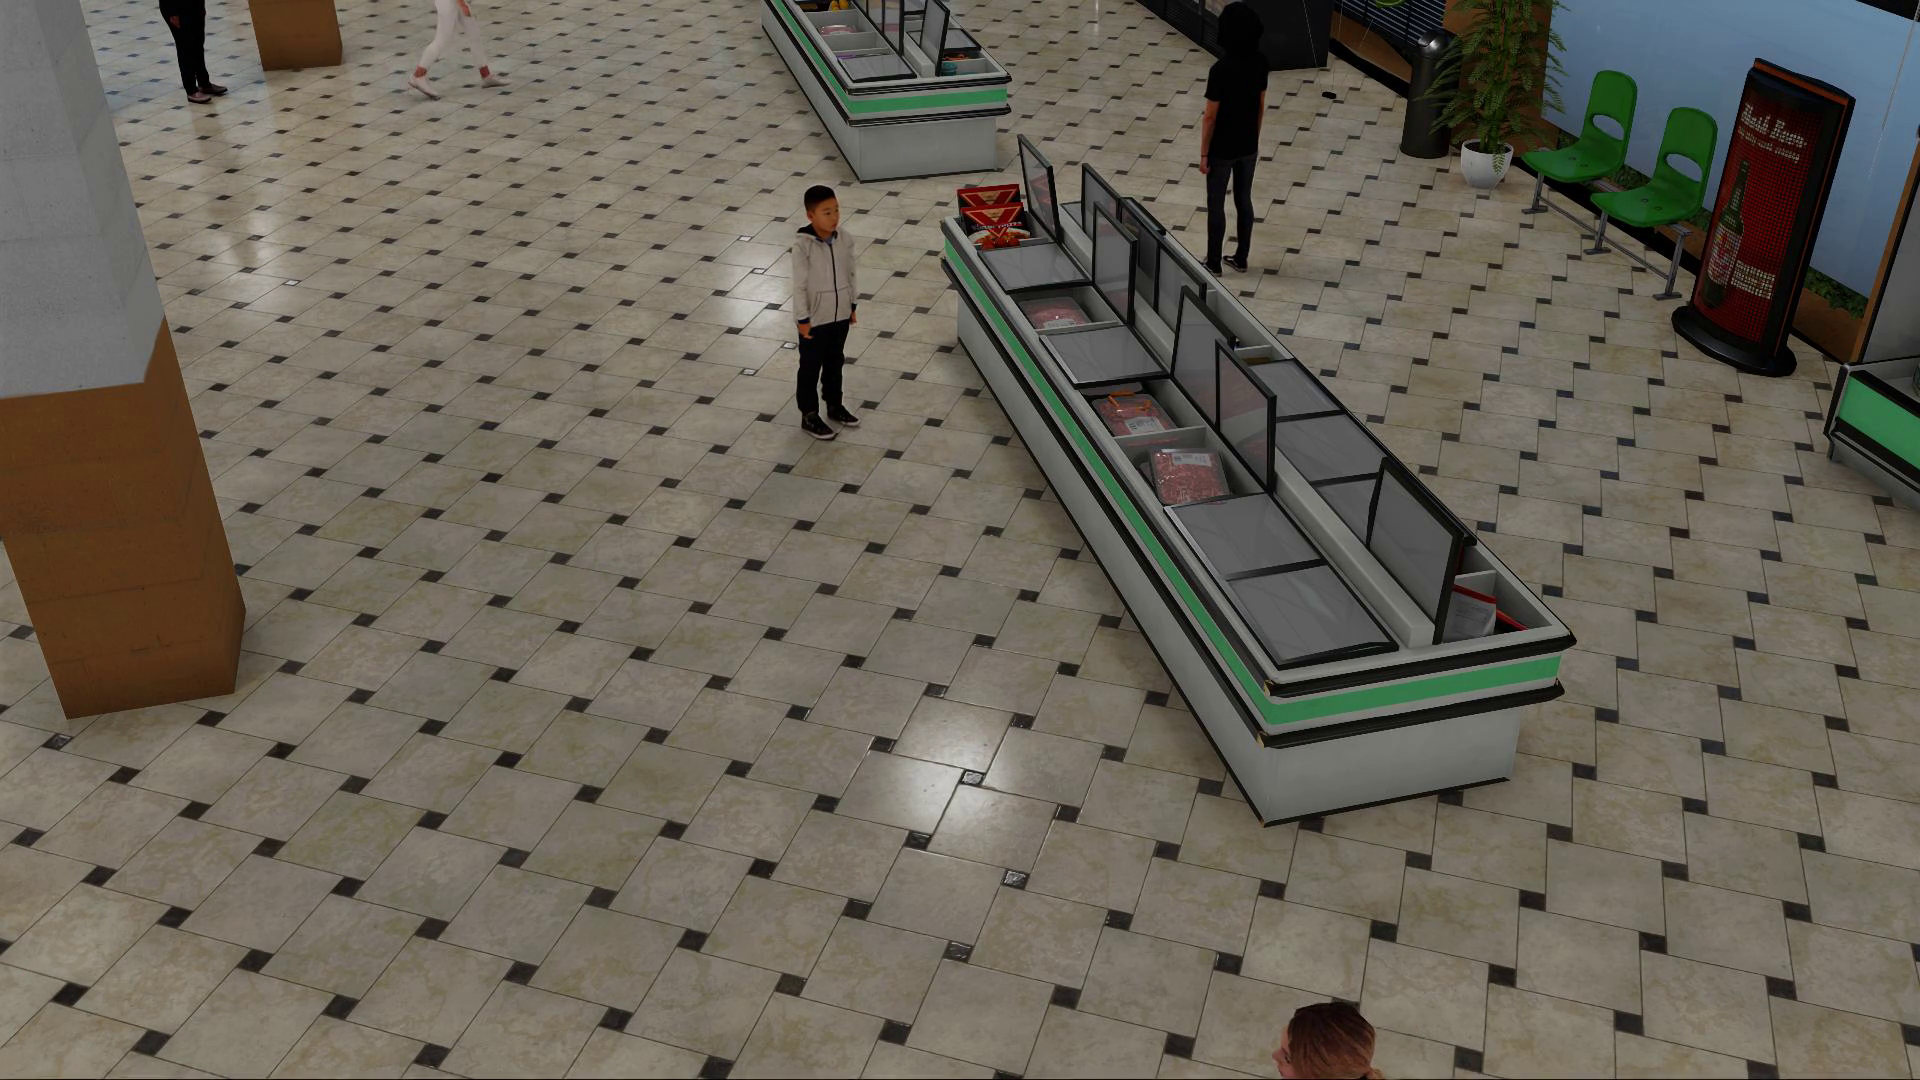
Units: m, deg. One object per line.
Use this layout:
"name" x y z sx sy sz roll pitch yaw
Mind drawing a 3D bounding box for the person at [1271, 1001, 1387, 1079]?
"person" 0.938 1.797 4.067 0.963 1.707 1.164 4 32 6

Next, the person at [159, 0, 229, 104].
"person" -6.804 -4.673 14.550 0.802 1.617 0.692 4 32 7

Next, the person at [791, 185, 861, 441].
"person" -0.773 -1.270 9.236 0.649 1.453 0.652 -26 40 -35

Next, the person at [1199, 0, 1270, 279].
"person" 1.828 -2.656 11.109 0.670 1.829 0.589 -15 35 -22

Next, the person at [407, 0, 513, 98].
"person" -4.555 -4.718 14.572 0.698 1.670 1.059 -6 32 -9
